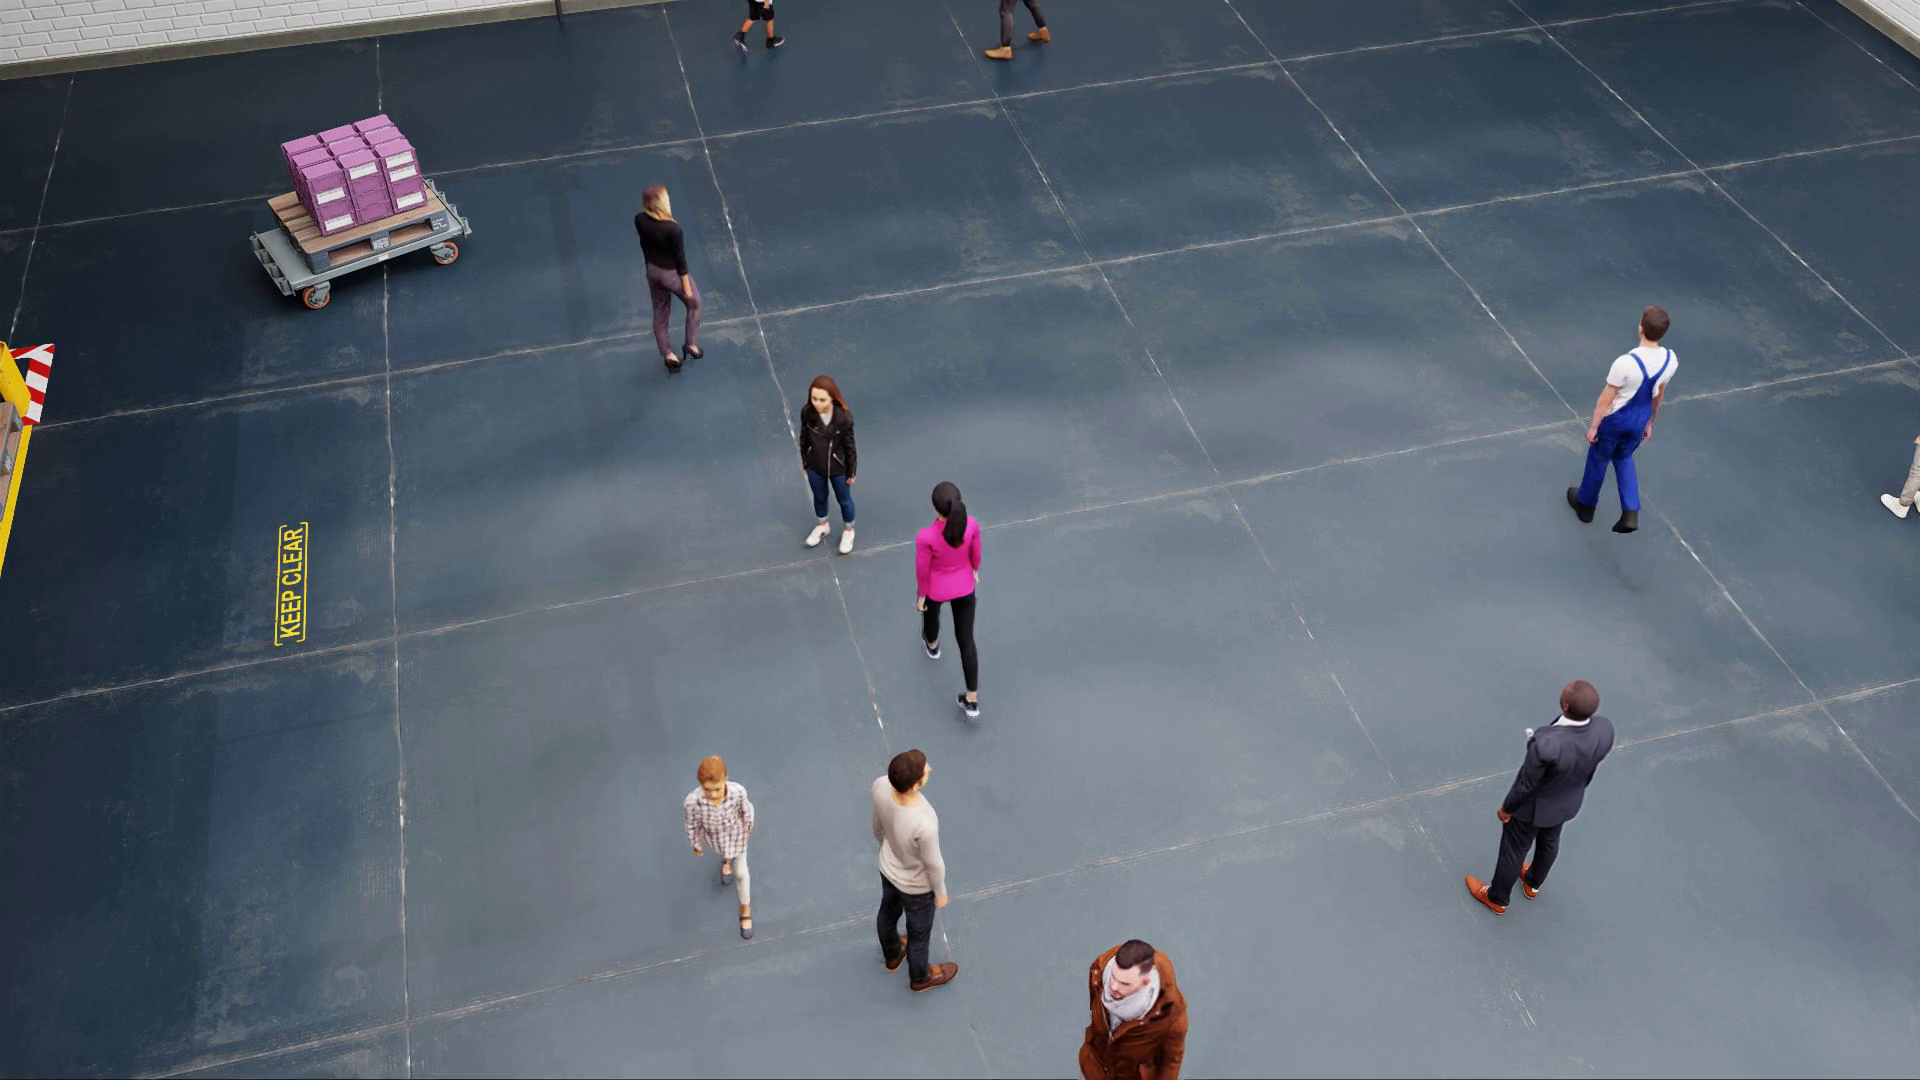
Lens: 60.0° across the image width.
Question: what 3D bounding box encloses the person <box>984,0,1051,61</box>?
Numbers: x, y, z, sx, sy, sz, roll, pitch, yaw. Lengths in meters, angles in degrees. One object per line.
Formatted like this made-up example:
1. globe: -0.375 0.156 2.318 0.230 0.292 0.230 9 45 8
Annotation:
1. person: 0.570 -5.670 16.687 0.989 1.684 0.933 22 48 21

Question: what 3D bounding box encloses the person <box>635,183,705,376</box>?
1. person: -2.297 -1.954 12.802 0.732 1.661 0.785 19 47 19

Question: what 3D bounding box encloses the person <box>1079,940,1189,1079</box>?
1. person: 0.868 2.453 8.082 1.173 1.792 1.192 26 49 25

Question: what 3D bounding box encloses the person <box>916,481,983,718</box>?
1. person: -0.030 0.376 10.357 0.614 1.661 1.103 -14 45 -14

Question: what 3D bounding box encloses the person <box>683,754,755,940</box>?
1. person: -1.347 1.584 9.373 0.628 1.269 0.905 -2 44 -3

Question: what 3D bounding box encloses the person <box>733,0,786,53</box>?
1. person: -2.084 -5.537 16.862 0.751 1.249 0.804 -30 51 -28

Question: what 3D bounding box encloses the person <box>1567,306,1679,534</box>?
1. person: 4.580 -0.746 11.408 0.670 1.836 0.970 -7 44 -7

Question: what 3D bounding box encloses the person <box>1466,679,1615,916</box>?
1. person: 3.212 1.420 9.144 0.720 1.824 0.614 -15 46 -15

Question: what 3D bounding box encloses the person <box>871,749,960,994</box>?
1. person: -0.277 1.746 8.771 0.802 1.865 0.662 -32 52 -29

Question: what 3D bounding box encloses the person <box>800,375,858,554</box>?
1. person: -0.900 -0.543 11.452 0.635 1.482 0.653 11 45 11
